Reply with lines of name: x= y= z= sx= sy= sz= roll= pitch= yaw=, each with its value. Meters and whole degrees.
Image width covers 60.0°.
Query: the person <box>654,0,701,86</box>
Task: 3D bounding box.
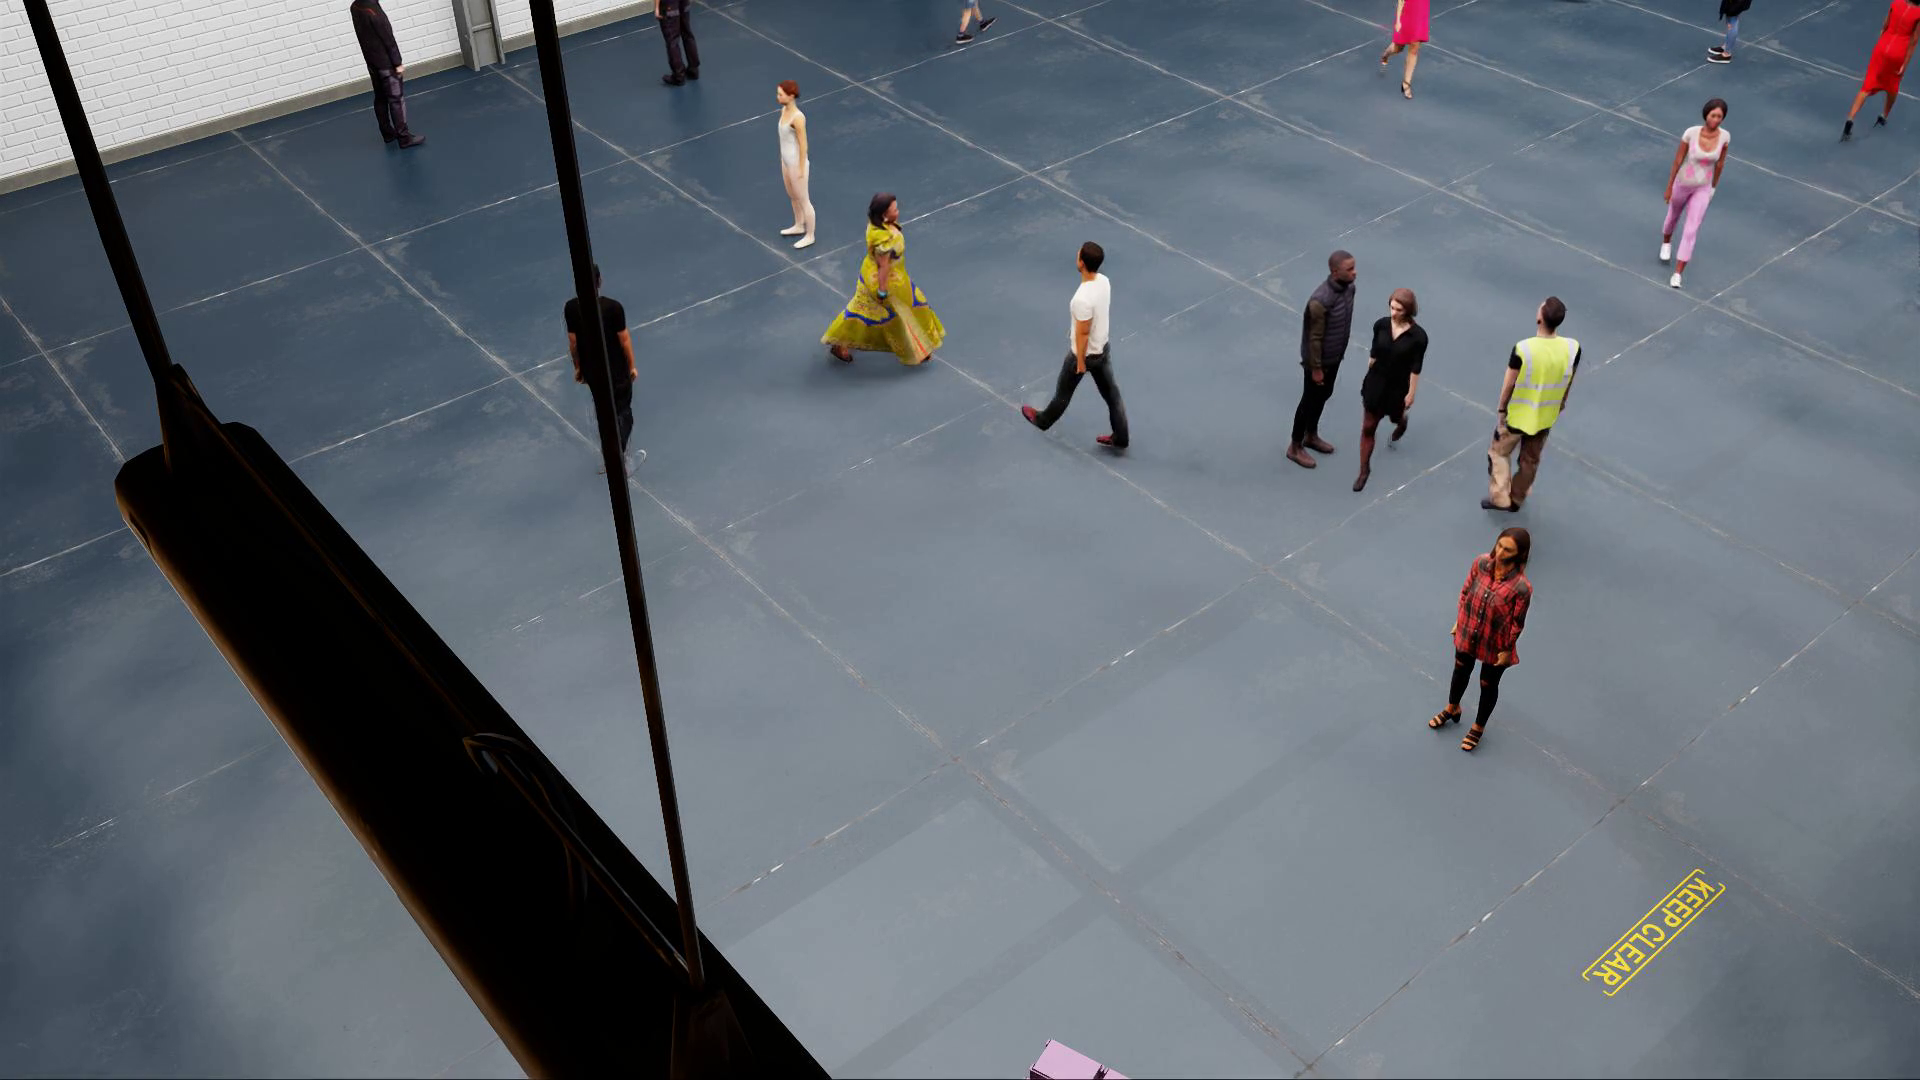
person: x=-3.204 y=-6.054 z=18.697 sx=0.746 sy=1.848 sz=0.547 roll=28 pitch=46 yaw=31

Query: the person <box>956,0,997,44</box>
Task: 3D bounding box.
person: x=0.083 y=-6.606 z=19.732 sx=0.906 sy=1.419 sz=0.571 roll=-23 pitch=44 yaw=-26

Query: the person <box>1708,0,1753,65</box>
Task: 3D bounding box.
person: x=9.015 y=-6.368 z=19.222 sx=0.776 sy=1.683 sz=0.651 roll=15 pitch=41 yaw=18

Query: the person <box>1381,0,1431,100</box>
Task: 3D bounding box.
person: x=5.006 y=-5.848 z=18.555 sx=0.973 sy=1.703 sz=0.885 roll=-9 pitch=40 yaw=-11

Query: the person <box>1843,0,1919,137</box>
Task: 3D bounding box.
person: x=9.778 y=-5.075 z=17.585 sx=1.070 sy=1.706 sz=0.636 roll=-31 pitch=48 yaw=-33

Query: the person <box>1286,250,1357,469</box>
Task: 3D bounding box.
person: x=2.820 y=-1.434 z=12.922 sx=0.782 sy=1.835 sz=0.557 roll=30 pitch=47 yaw=32

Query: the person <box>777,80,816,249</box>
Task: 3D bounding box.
person: x=-1.558 y=-3.578 z=15.760 sx=0.521 sy=1.644 sz=0.588 roll=-20 pitch=43 yaw=-23

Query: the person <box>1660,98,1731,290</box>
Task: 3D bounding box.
person: x=6.711 y=-3.247 z=15.310 sx=1.012 sy=1.688 sz=1.198 roll=10 pitch=40 yaw=12

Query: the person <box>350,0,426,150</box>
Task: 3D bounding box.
person: x=-6.059 y=-5.022 z=17.411 sx=0.763 sy=1.839 sz=0.650 roll=26 pitch=45 yaw=28

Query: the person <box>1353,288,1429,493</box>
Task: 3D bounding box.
person: x=3.346 y=-1.215 z=12.780 sx=0.811 sy=1.670 sz=1.149 roll=22 pitch=43 yaw=25

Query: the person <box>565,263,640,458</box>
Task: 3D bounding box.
person: x=-2.750 y=-1.295 z=12.816 sx=0.938 sy=1.750 sz=1.025 roll=5 pitch=39 yaw=6

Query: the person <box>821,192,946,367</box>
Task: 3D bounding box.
person: x=-0.731 y=-2.161 z=14.003 sx=1.431 sy=1.621 sz=1.158 roll=-8 pitch=39 yaw=-10

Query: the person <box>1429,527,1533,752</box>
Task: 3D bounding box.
person: x=3.316 y=0.603 z=10.479 sx=0.543 sy=1.700 sz=0.607 roll=-26 pitch=45 yaw=-29

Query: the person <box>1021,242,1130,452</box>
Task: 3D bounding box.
person: x=1.109 y=-1.454 z=13.018 sx=0.990 sy=1.747 sz=1.202 roll=19 pitch=42 yaw=22

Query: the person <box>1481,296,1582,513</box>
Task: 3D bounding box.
person: x=4.236 y=-0.916 z=12.274 sx=0.867 sy=1.834 sz=0.934 roll=-1 pitch=39 yaw=-2
